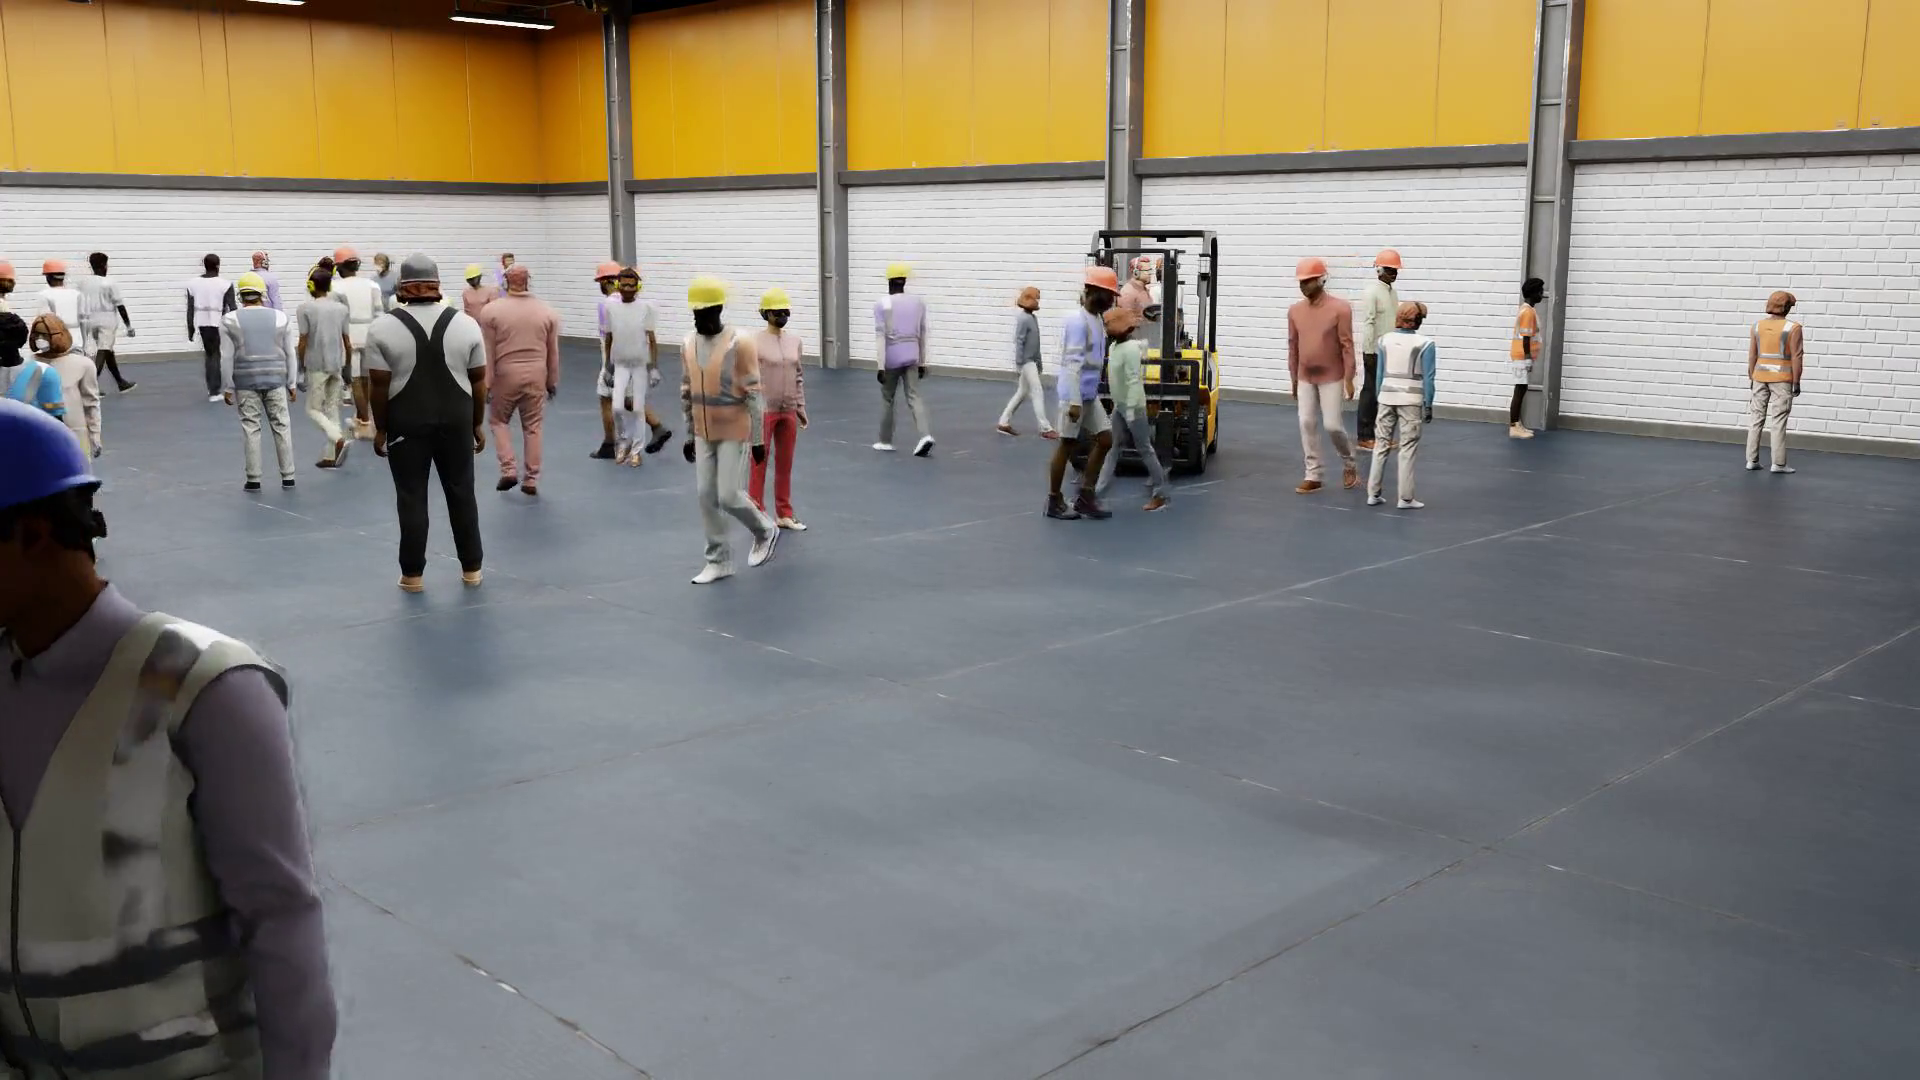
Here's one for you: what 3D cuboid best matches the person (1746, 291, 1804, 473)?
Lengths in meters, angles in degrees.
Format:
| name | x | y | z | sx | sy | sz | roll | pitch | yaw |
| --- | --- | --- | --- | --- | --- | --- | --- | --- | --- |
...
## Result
| name | x | y | z | sx | sy | sz | roll | pitch | yaw |
| --- | --- | --- | --- | --- | --- | --- | --- | --- | --- |
| person | 7.328 | -1.417 | 14.972 | 0.308 | 1.638 | 0.511 | -6 | 12 | -30 |

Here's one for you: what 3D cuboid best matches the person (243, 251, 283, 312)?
| name | x | y | z | sx | sy | sz | roll | pitch | yaw |
| --- | --- | --- | --- | --- | --- | --- | --- | --- | --- |
| person | -9.731 | -3.081 | 23.315 | 0.641 | 1.908 | 0.407 | 4 | 11 | 20 |

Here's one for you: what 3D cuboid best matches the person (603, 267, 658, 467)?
| name | x | y | z | sx | sy | sz | roll | pitch | yaw |
| --- | --- | --- | --- | --- | --- | --- | --- | --- | --- |
| person | -3.028 | -1.584 | 15.332 | 0.506 | 1.846 | 0.406 | 0 | 10 | -2 |

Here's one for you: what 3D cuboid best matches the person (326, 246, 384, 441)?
| name | x | y | z | sx | sy | sz | roll | pitch | yaw |
| --- | --- | --- | --- | --- | --- | --- | --- | --- | --- |
| person | -6.402 | -2.053 | 17.402 | 0.841 | 2.012 | 0.637 | 9 | 14 | 41 |

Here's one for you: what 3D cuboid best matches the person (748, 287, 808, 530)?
| name | x | y | z | sx | sy | sz | roll | pitch | yaw |
| --- | --- | --- | --- | --- | --- | --- | --- | --- | --- |
| person | -1.313 | -0.920 | 11.911 | 0.524 | 1.770 | 0.315 | -10 | 14 | -43 |

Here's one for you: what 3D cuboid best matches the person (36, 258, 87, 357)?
| name | x | y | z | sx | sy | sz | roll | pitch | yaw |
| --- | --- | --- | --- | --- | --- | --- | --- | --- | --- |
| person | -9.902 | -2.166 | 18.394 | 1.011 | 1.886 | 0.566 | 7 | 12 | 32 |

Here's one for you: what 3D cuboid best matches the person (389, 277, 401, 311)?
| name | x | y | z | sx | sy | sz | roll | pitch | yaw |
| --- | --- | --- | --- | --- | --- | --- | --- | --- | --- |
| person | -7.611 | -2.854 | 22.940 | 0.880 | 1.585 | 0.504 | 8 | 13 | 37 |

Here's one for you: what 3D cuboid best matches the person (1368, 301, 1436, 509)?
| name | x | y | z | sx | sy | sz | roll | pitch | yaw |
| --- | --- | --- | --- | --- | --- | --- | --- | --- | --- |
| person | 3.472 | -1.055 | 13.043 | 0.328 | 1.626 | 0.526 | -10 | 14 | -43 |

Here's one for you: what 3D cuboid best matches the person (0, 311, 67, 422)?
| name | x | y | z | sx | sy | sz | roll | pitch | yaw |
| --- | --- | --- | --- | --- | --- | --- | --- | --- | --- |
| person | -5.528 | -0.497 | 9.786 | 0.537 | 1.698 | 0.321 | -1 | 10 | -4 |

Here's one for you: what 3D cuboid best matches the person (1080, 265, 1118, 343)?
| name | x | y | z | sx | sy | sz | roll | pitch | yaw |
| --- | --- | --- | --- | --- | --- | --- | --- | --- | --- |
| person | 1.744 | -2.496 | 20.302 | 0.429 | 1.844 | 0.625 | -8 | 13 | -36 |

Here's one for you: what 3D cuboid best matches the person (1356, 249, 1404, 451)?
| name | x | y | z | sx | sy | sz | roll | pitch | yaw |
| --- | --- | --- | --- | --- | --- | --- | --- | --- | --- |
| person | 4.188 | -1.880 | 16.525 | 0.395 | 1.990 | 0.622 | 8 | 13 | 37 |

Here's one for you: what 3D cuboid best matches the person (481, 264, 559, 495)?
| name | x | y | z | sx | sy | sz | roll | pitch | yaw |
| --- | --- | --- | --- | --- | --- | --- | --- | --- | --- |
| person | -3.643 | -1.316 | 13.722 | 0.686 | 1.890 | 0.485 | -6 | 12 | -31 |

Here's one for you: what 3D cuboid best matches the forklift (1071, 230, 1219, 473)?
| name | x | y | z | sx | sy | sz | roll | pitch | yaw |
| --- | --- | --- | --- | --- | --- | --- | --- | --- | --- |
| forklift | 1.804 | -1.825 | 15.677 | 1.214 | 2.155 | 2.313 | 2 | 11 | 13 |

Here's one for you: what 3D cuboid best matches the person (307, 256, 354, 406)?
| name | x | y | z | sx | sy | sz | roll | pitch | yaw |
| --- | --- | --- | --- | --- | --- | --- | --- | --- | --- |
| person | -7.857 | -2.597 | 20.776 | 0.531 | 1.869 | 0.310 | -4 | 11 | -20 |

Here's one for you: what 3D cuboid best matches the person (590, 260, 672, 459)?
| name | x | y | z | sx | sy | sz | roll | pitch | yaw |
| --- | --- | --- | --- | --- | --- | --- | --- | --- | --- |
| person | -3.162 | -1.703 | 15.822 | 0.758 | 1.908 | 0.577 | 4 | 11 | 19 |

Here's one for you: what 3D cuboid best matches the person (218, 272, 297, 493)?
| name | x | y | z | sx | sy | sz | roll | pitch | yaw |
| --- | --- | --- | --- | --- | --- | --- | --- | --- | --- |
| person | -5.832 | -1.306 | 13.846 | 0.592 | 1.828 | 0.404 | -6 | 12 | -31 |

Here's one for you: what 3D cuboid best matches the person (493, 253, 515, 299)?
| name | x | y | z | sx | sy | sz | roll | pitch | yaw |
| --- | --- | --- | --- | --- | --- | --- | --- | --- | --- |
| person | -7.909 | -4.143 | 29.375 | 0.594 | 1.797 | 0.925 | -10 | 14 | -43 |

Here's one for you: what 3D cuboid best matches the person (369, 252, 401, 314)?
| name | x | y | z | sx | sy | sz | roll | pitch | yaw |
| --- | --- | --- | --- | --- | --- | --- | --- | --- | --- |
| person | -7.903 | -3.088 | 23.359 | 0.646 | 1.911 | 0.826 | 5 | 11 | 24 |

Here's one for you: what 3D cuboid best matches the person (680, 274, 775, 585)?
| name | x | y | z | sx | sy | sz | roll | pitch | yaw |
| --- | --- | --- | --- | --- | --- | --- | --- | --- | --- |
| person | -1.438 | -0.674 | 10.199 | 0.609 | 1.899 | 0.602 | 7 | 13 | 34 |

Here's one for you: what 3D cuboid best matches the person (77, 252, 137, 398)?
| name | x | y | z | sx | sy | sz | roll | pitch | yaw |
| --- | --- | --- | --- | --- | --- | --- | --- | --- | --- |
| person | -11.347 | -2.852 | 22.074 | 0.609 | 1.912 | 1.027 | 3 | 11 | 18 |

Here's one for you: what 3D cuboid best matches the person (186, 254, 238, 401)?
| name | x | y | z | sx | sy | sz | roll | pitch | yaw |
| --- | --- | --- | --- | --- | --- | --- | --- | --- | --- |
| person | -9.676 | -2.765 | 21.633 | 0.600 | 1.889 | 0.740 | 0 | 10 | 2 |

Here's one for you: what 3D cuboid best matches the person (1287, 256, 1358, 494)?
| name | x | y | z | sx | sy | sz | roll | pitch | yaw |
| --- | --- | --- | --- | --- | --- | --- | --- | --- | --- |
| person | 2.995 | -1.351 | 13.731 | 0.644 | 1.963 | 0.661 | 10 | 15 | 44 |

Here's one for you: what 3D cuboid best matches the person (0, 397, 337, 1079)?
| name | x | y | z | sx | sy | sz | roll | pitch | yaw |
| --- | --- | --- | --- | --- | --- | --- | --- | --- | --- |
| person | -1.165 | 0.756 | 2.392 | 0.671 | 1.914 | 0.448 | 3 | 11 | 17 |

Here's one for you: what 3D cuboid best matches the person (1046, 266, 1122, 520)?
| name | x | y | z | sx | sy | sz | roll | pitch | yaw |
| --- | --- | --- | --- | --- | --- | --- | --- | --- | --- |
| person | 0.935 | -1.082 | 12.433 | 0.637 | 1.891 | 0.663 | 5 | 11 | 25 |

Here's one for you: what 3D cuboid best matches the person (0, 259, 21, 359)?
| name | x | y | z | sx | sy | sz | roll | pitch | yaw |
| --- | --- | --- | --- | --- | --- | --- | --- | --- | --- |
| person | -9.067 | -1.728 | 15.960 | 0.963 | 1.887 | 0.576 | -2 | 11 | -13 |

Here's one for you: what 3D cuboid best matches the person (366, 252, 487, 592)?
| name | x | y | z | sx | sy | sz | roll | pitch | yaw |
| --- | --- | --- | --- | --- | --- | --- | --- | --- | --- |
| person | -3.219 | -0.717 | 10.055 | 0.688 | 2.000 | 0.535 | -5 | 12 | -27 |

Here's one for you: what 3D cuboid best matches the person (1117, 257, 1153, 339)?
| name | x | y | z | sx | sy | sz | roll | pitch | yaw |
| --- | --- | --- | --- | --- | --- | --- | --- | --- | --- |
| person | 1.868 | -1.993 | 17.376 | 0.406 | 1.911 | 0.638 | 4 | 11 | 21 |

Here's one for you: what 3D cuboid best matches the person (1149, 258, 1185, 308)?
| name | x | y | z | sx | sy | sz | roll | pitch | yaw |
| --- | --- | --- | --- | --- | --- | --- | --- | --- | --- |
| person | 2.331 | -2.287 | 19.049 | 0.356 | 1.883 | 0.574 | 9 | 14 | 41 |

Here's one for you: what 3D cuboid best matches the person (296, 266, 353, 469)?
| name | x | y | z | sx | sy | sz | roll | pitch | yaw |
| --- | --- | --- | --- | --- | --- | --- | --- | --- | --- |
| person | -5.725 | -1.536 | 15.024 | 0.583 | 1.857 | 0.539 | 8 | 13 | 38 |

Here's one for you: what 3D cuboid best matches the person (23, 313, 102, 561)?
| name | x | y | z | sx | sy | sz | roll | pitch | yaw |
| --- | --- | --- | --- | --- | --- | --- | --- | --- | --- |
| person | -5.851 | -0.653 | 10.817 | 0.501 | 1.631 | 0.286 | -4 | 11 | -21 |

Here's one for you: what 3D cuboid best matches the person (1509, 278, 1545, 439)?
| name | x | y | z | sx | sy | sz | roll | pitch | yaw |
| --- | --- | --- | --- | --- | --- | --- | --- | --- | --- |
| person | 5.974 | -1.916 | 17.553 | 0.317 | 1.693 | 0.536 | 4 | 11 | 21 |

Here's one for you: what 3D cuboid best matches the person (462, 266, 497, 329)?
| name | x | y | z | sx | sy | sz | roll | pitch | yaw |
| --- | --- | --- | --- | --- | --- | --- | --- | --- | --- |
| person | -6.732 | -3.021 | 23.549 | 0.591 | 1.705 | 0.878 | 1 | 10 | 7 |

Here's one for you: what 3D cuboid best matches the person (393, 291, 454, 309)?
| name | x | y | z | sx | sy | sz | roll | pitch | yaw |
| --- | --- | --- | --- | --- | --- | --- | --- | --- | --- |
| person | -5.469 | -1.886 | 17.039 | 0.646 | 1.814 | 0.595 | -5 | 12 | -27 |

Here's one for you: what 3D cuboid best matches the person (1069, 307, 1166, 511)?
| name | x | y | z | sx | sy | sz | roll | pitch | yaw |
| --- | --- | --- | --- | --- | --- | --- | --- | --- | --- |
| person | 1.254 | -0.991 | 12.801 | 0.831 | 1.575 | 0.564 | -4 | 11 | -19 |

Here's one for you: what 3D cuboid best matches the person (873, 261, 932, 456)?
| name | x | y | z | sx | sy | sz | roll | pitch | yaw |
| --- | --- | --- | --- | --- | --- | --- | --- | --- | --- |
| person | -0.552 | -1.765 | 16.193 | 0.600 | 1.892 | 0.932 | -6 | 12 | -30 |

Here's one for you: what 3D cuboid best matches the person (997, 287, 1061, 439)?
| name | x | y | z | sx | sy | sz | roll | pitch | yaw |
| --- | --- | --- | --- | --- | --- | --- | --- | --- | --- |
| person | 0.732 | -1.872 | 17.574 | 0.774 | 1.600 | 0.516 | 3 | 11 | 15 |
